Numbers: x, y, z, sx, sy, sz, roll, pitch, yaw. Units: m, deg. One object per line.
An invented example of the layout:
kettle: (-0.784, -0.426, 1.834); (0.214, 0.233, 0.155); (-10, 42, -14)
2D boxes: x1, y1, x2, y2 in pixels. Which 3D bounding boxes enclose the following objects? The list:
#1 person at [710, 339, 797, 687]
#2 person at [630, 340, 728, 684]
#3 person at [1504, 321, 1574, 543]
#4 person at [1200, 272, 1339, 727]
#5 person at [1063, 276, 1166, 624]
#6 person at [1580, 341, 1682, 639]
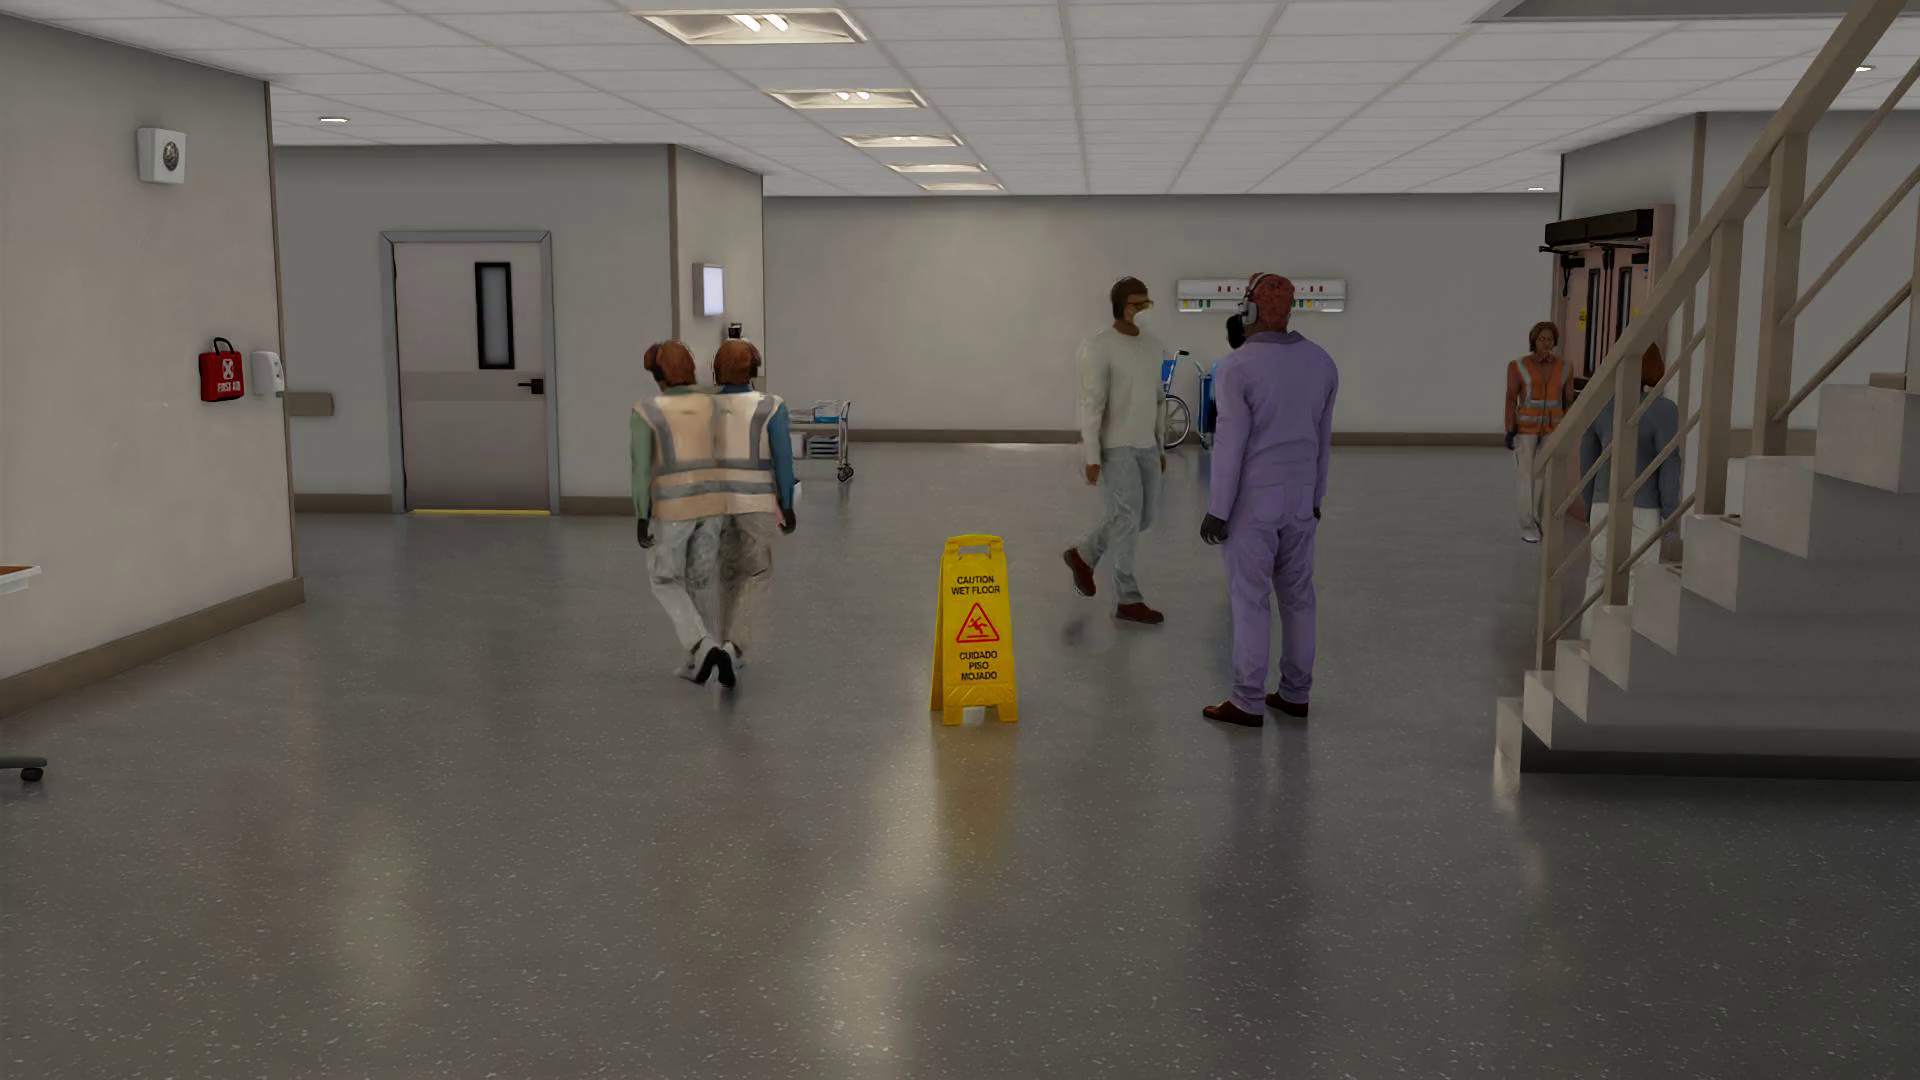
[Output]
person: (-1.062, -0.125, 7.773); (0.527, 1.621, 0.672); (2, 9, 16)
person: (-1.245, -0.108, 7.648); (0.518, 1.620, 0.509); (-7, 11, -39)
person: (4.235, -0.782, 12.173); (0.526, 1.623, 0.376); (0, 8, 3)
person: (1.282, -0.168, 7.055); (0.636, 1.910, 0.405); (-5, 10, -32)
person: (0.867, -0.514, 9.365); (0.710, 1.924, 0.629); (8, 12, 43)
person: (3.137, -0.142, 7.798); (0.280, 1.636, 0.500); (-6, 10, -35)
